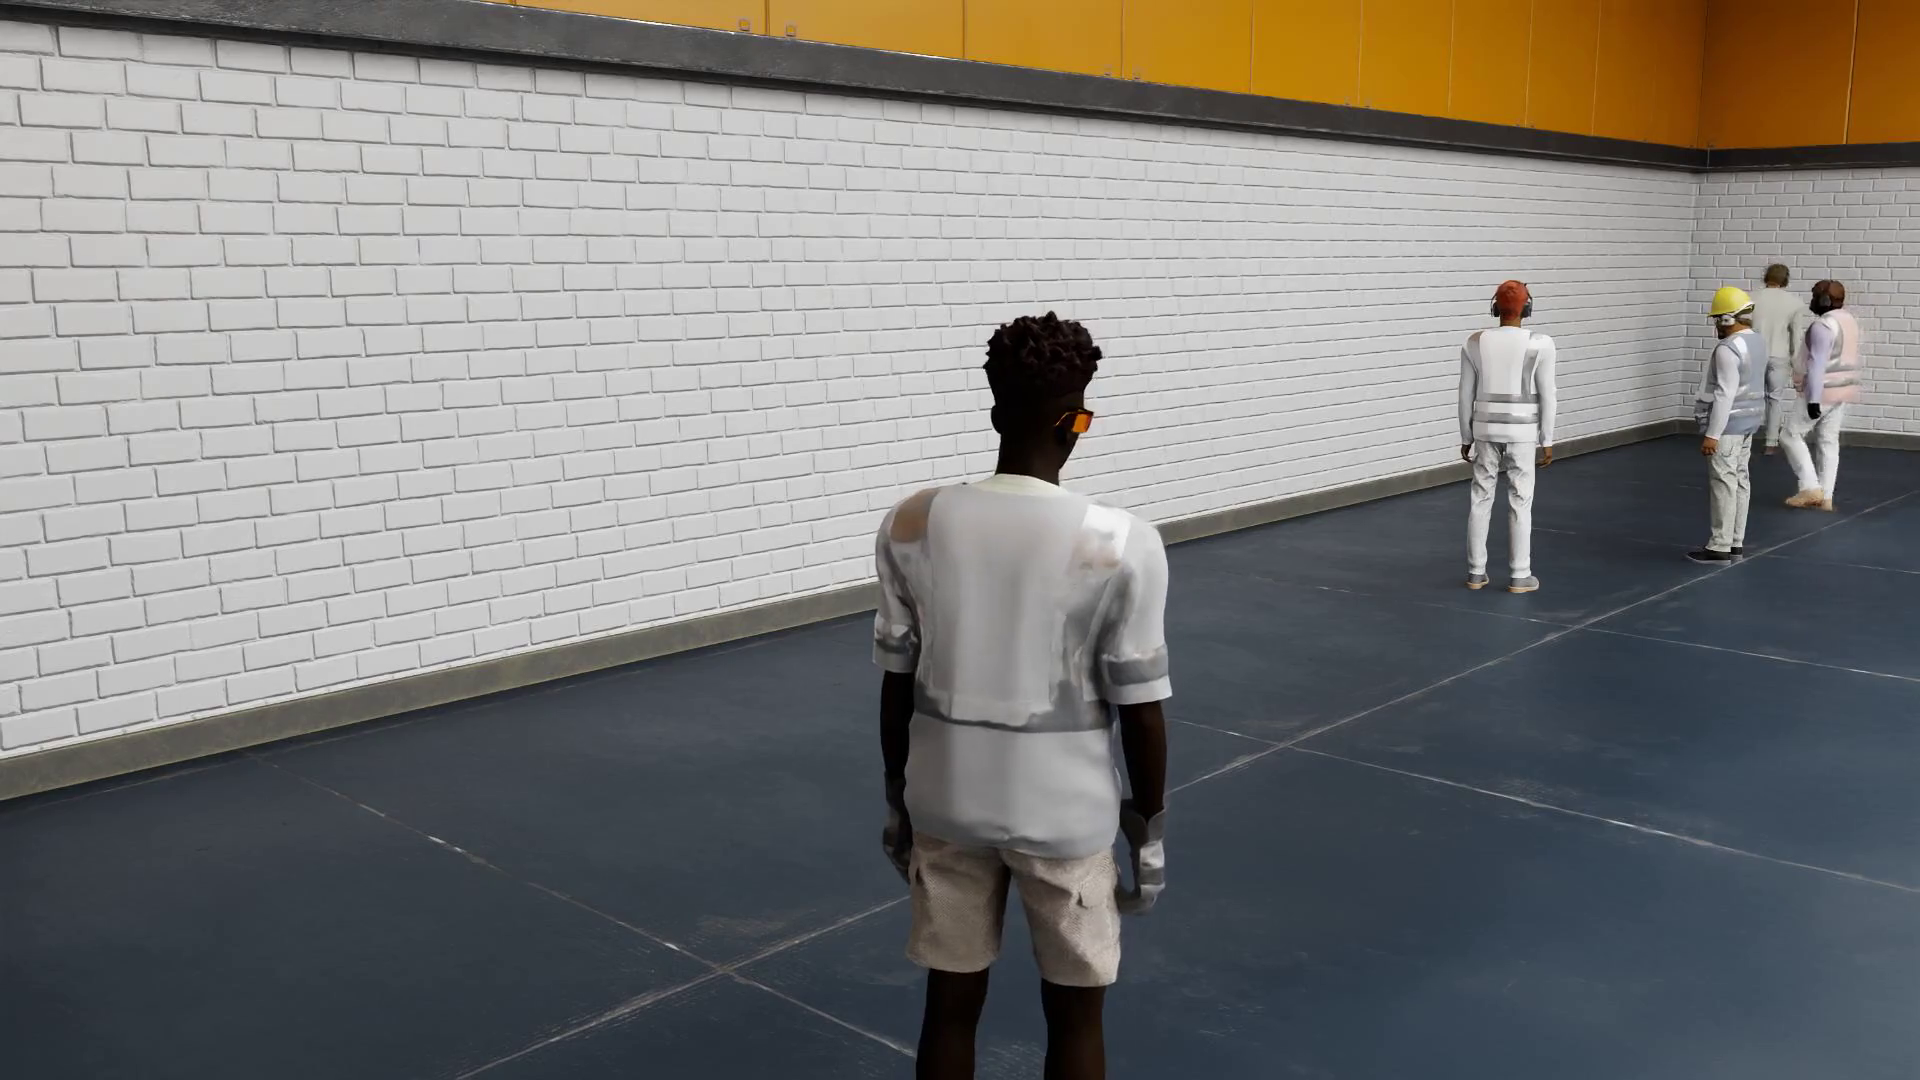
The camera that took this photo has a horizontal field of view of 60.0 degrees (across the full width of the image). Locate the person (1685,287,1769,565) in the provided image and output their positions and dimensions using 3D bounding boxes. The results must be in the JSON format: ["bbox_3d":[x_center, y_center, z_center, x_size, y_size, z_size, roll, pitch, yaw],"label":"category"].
[{"bbox_3d":[5.043,-0.745,10.947,0.403,1.822,0.589,10,14,44],"label":"person"}]

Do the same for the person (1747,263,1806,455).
[{"bbox_3d":[8.090,-1.799,16.724,0.681,1.925,0.383,4,11,22],"label":"person"}]

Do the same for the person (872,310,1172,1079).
[{"bbox_3d":[0.120,0.529,3.317,0.613,1.957,0.382,4,11,22],"label":"person"}]

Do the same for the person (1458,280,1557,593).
[{"bbox_3d":[3.301,-0.619,10.054,0.574,1.884,0.355,6,12,32],"label":"person"}]

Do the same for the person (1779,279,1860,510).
[{"bbox_3d":[6.808,-1.141,13.192,0.643,1.825,0.486,-8,13,-37],"label":"person"}]
